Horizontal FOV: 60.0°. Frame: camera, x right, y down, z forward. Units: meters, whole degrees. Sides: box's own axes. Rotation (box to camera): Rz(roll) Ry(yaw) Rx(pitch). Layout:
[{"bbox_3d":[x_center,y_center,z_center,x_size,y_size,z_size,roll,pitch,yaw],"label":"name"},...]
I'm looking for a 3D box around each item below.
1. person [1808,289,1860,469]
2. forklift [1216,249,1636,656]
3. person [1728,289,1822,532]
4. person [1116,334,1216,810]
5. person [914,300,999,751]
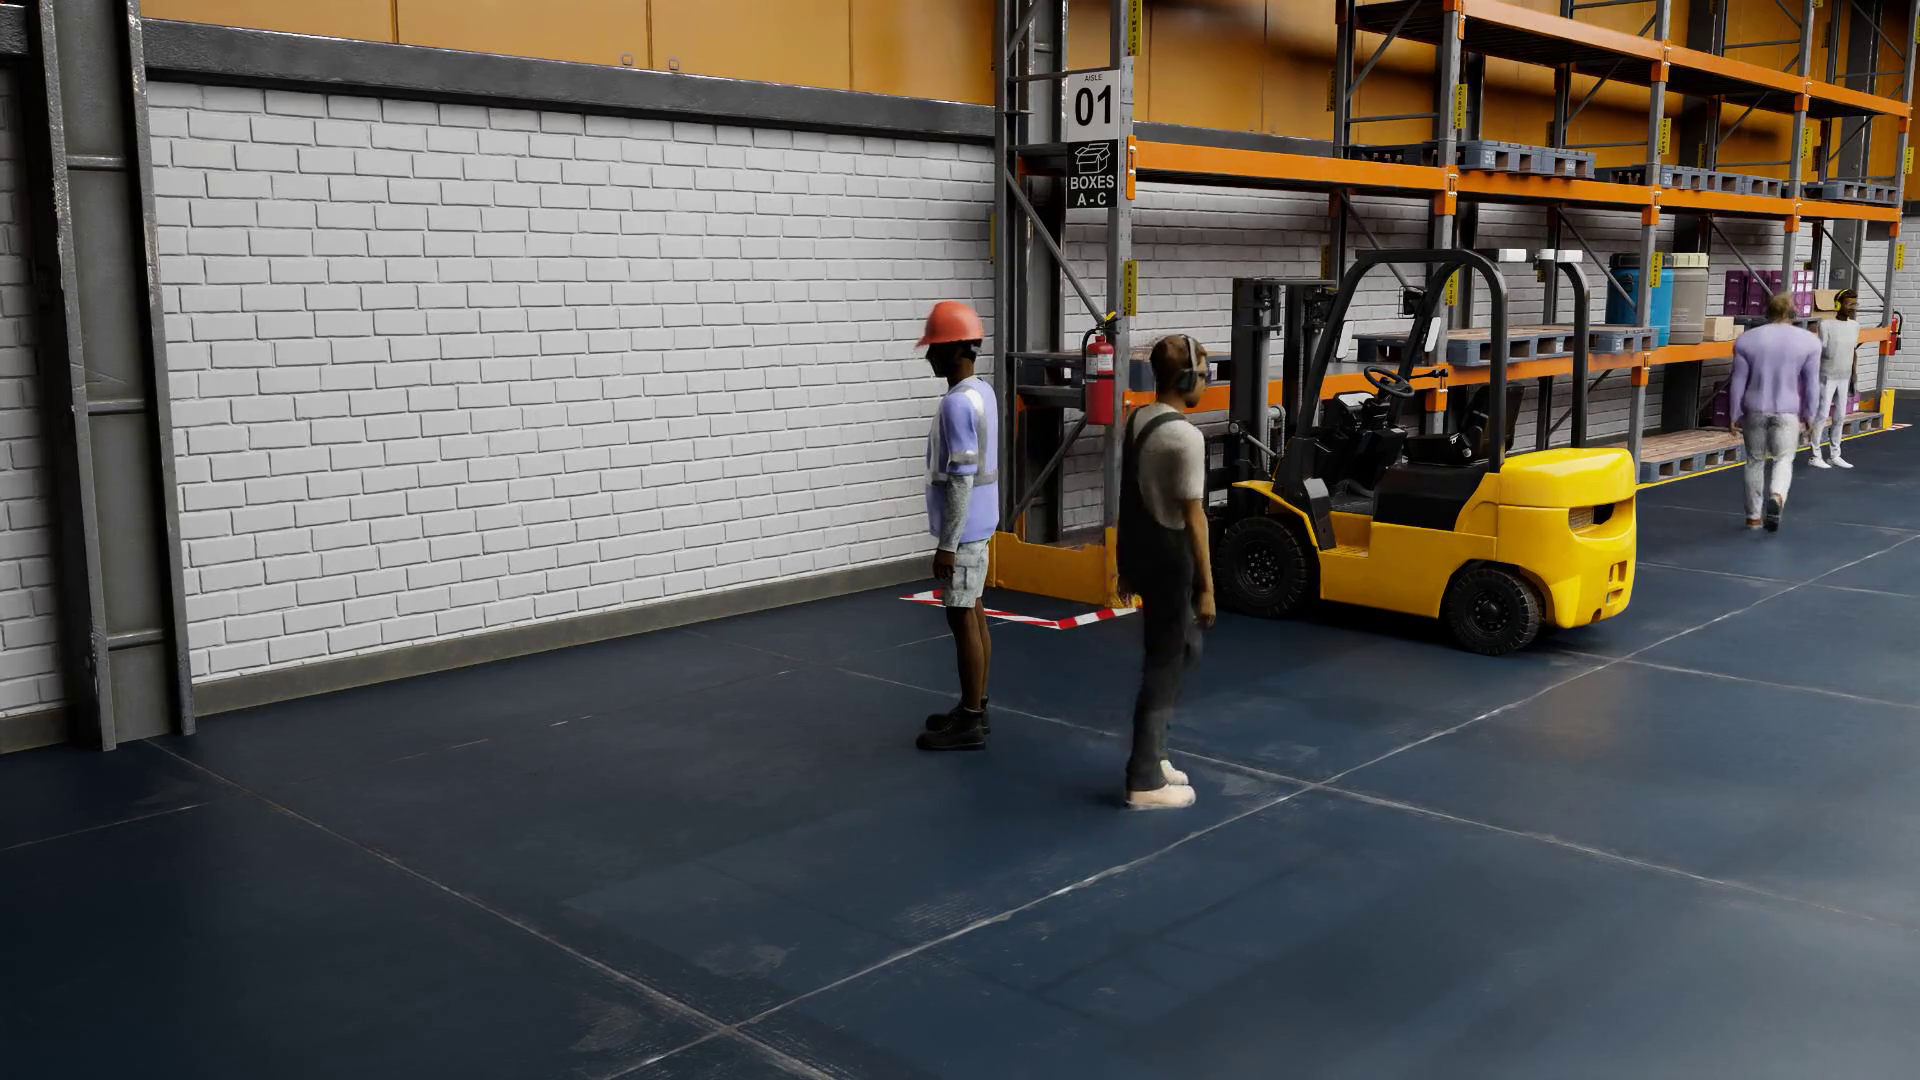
[{"bbox_3d":[9.107,-1.664,17.282,0.513,1.860,0.327,-3,10,-15],"label":"person"},{"bbox_3d":[2.710,-0.584,9.626,2.313,2.155,1.214,9,13,43],"label":"forklift"},{"bbox_3d":[6.333,-0.987,12.973,0.635,1.921,0.738,5,10,28],"label":"person"},{"bbox_3d":[0.811,0.133,6.355,0.484,1.822,0.550,-3,10,-19],"label":"person"},{"bbox_3d":[-0.015,-0.057,7.179,0.356,1.938,0.544,1,9,9],"label":"person"}]
